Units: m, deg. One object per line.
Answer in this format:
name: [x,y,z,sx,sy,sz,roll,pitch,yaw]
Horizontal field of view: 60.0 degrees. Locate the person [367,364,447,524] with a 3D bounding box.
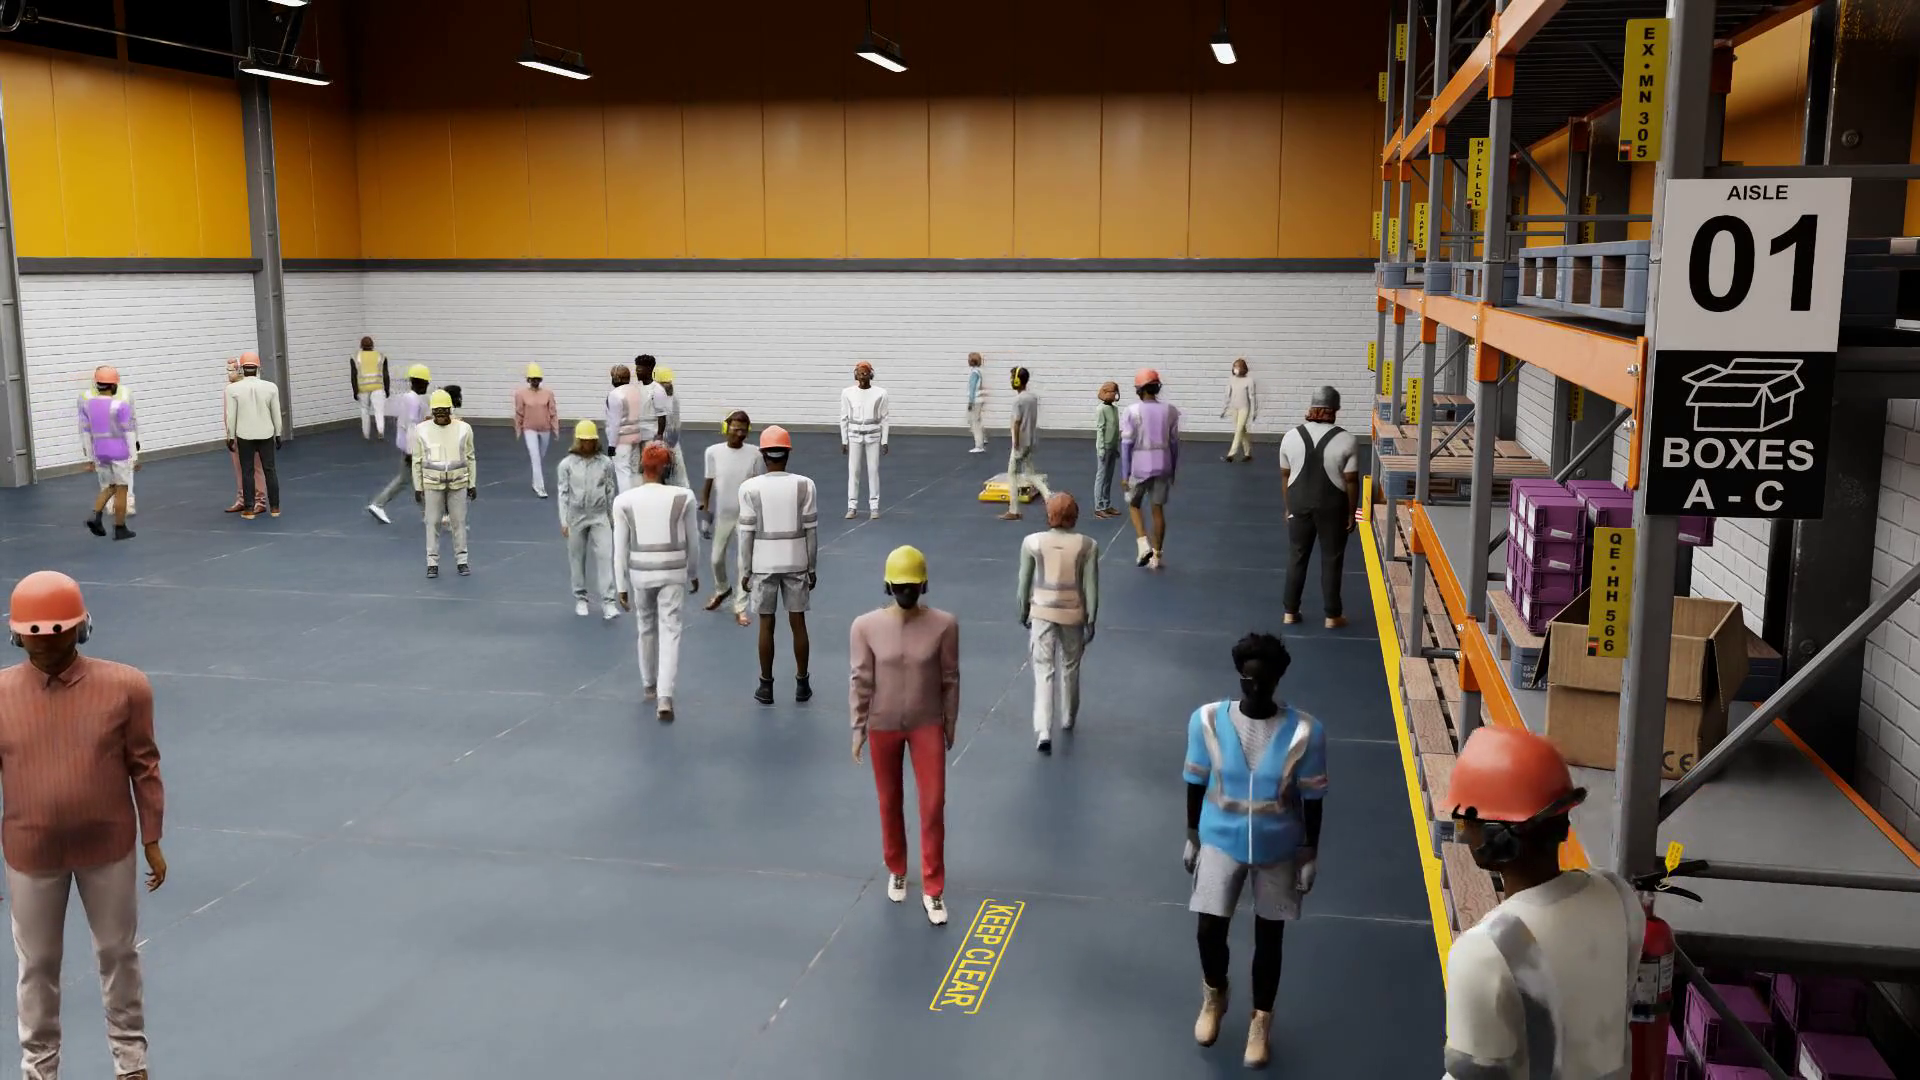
person: [-6.476,-1.113,19.411,0.886,1.885,0.600,-5,11,-29]

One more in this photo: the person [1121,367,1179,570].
person: [1.873,-0.703,16.506,0.627,2.022,0.474,-2,10,-13]

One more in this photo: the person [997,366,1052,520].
person: [0.803,-1.122,19.564,0.694,1.848,0.523,7,12,37]

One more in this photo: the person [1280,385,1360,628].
person: [3.044,-0.293,13.982,0.677,2.000,0.535,5,11,28]

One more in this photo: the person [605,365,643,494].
person: [-4.023,-1.178,19.916,0.429,1.839,0.634,4,10,23]

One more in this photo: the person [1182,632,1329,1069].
person: [1.103,1.168,6.258,0.543,1.682,0.373,2,10,12]

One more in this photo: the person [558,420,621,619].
person: [-3.147,-0.154,14.158,0.497,1.708,0.862,-4,10,-23]

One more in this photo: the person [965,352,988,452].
person: [0.237,-2.213,26.807,0.370,1.625,0.524,0,9,3]

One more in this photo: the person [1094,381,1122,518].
person: [1.782,-1.089,19.989,0.286,1.636,0.498,5,11,28]

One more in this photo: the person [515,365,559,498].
person: [-5.561,-1.444,21.882,0.535,1.720,0.893,-5,11,-30]

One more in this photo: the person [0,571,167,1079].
person: [-3.126,1.082,5.838,0.623,1.989,0.401,-4,10,-25]

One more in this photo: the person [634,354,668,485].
person: [-3.738,-1.252,19.981,0.362,1.965,0.612,-7,12,-38]

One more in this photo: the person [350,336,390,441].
person: [-10.148,-2.609,28.664,0.637,1.809,0.926,-5,10,-26]

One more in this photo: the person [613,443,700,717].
person: [-2.061,0.259,11.292,0.559,1.847,0.958,0,9,0]

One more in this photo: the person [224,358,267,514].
person: [-8.718,-1.260,20.222,0.643,1.905,0.400,6,11,31]

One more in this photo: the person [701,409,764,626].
person: [-1.913,-0.217,14.151,0.529,1.838,0.700,-1,9,-4]

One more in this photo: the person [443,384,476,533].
person: [-5.680,-0.907,18.713,0.366,1.685,0.551,-6,11,-34]

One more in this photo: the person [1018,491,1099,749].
person: [0.623,0.496,10.544,0.510,1.599,0.838,0,9,3]

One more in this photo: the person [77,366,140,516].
person: [-10.177,-1.171,19.935,0.663,1.814,0.772,-6,11,-33]

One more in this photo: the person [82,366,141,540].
person: [-9.307,-0.939,18.226,0.552,1.922,0.474,2,10,14]

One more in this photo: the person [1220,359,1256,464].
person: [4.213,-1.949,25.303,0.869,1.582,0.516,-8,12,-40]

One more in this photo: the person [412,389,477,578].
person: [-4.998,-0.549,16.148,0.601,1.830,0.404,-4,10,-21]

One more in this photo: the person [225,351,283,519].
person: [-8.445,-1.255,19.910,0.622,1.992,0.393,-6,11,-33]

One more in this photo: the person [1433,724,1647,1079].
person: [1.281,1.409,3.785,0.640,2.020,0.474,-7,12,-37]

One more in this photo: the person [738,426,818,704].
person: [-1.254,0.174,11.507,0.542,1.929,0.369,-2,10,-12]

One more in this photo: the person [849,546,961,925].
person: [-0.251,0.896,7.714,0.525,1.741,0.735,-1,9,-3]

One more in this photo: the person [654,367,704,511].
person: [-3.524,-1.190,20.139,0.906,1.783,0.598,7,12,38]

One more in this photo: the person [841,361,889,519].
person: [-1.136,-1.187,19.842,0.576,1.882,0.362,0,9,3]

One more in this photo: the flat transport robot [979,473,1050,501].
flat transport robot: [0.723,-0.704,21.776,0.652,0.197,1.431,2,10,14]
